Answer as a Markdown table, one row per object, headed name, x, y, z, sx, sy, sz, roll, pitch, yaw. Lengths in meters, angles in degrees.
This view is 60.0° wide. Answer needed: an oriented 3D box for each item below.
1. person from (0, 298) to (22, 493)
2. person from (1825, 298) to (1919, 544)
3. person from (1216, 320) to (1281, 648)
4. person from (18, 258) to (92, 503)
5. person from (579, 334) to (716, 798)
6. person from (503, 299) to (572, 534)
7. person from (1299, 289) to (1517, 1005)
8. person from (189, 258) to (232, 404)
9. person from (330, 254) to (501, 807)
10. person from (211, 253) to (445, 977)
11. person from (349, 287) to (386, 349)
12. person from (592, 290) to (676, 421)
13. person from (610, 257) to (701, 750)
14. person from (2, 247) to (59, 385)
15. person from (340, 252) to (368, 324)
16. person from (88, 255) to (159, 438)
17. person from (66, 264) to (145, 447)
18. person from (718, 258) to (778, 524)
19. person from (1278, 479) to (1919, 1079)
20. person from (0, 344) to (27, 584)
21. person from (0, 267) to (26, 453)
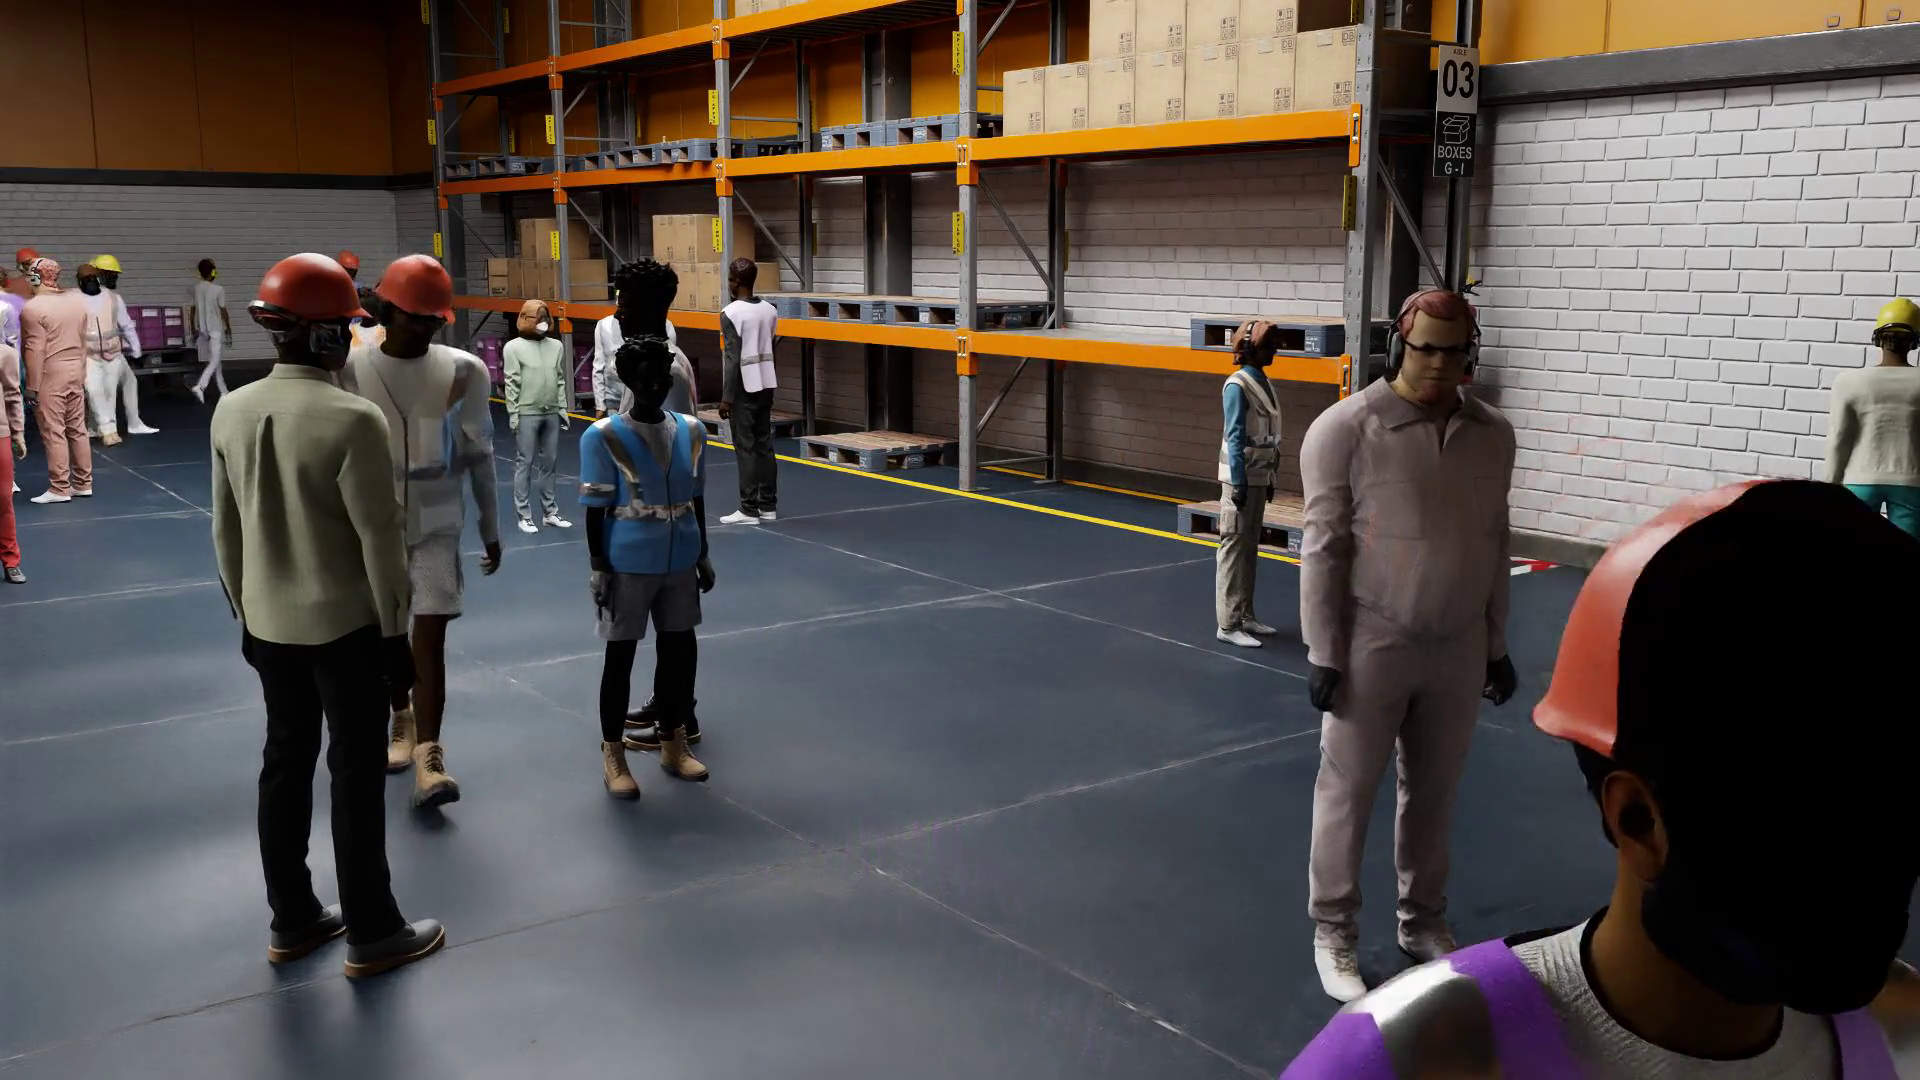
| name | x | y | z | sx | sy | sz | roll | pitch | yaw |
| --- | --- | --- | --- | --- | --- | --- | --- | --- | --- |
| person | -7.879 | -1.318 | 13.381 | 0.587 | 1.930 | 0.363 | -7 | 12 | -34 |
| person | 4.359 | -0.248 | 7.849 | 0.523 | 1.769 | 0.313 | 4 | 11 | 24 |
| person | 1.463 | -0.288 | 8.432 | 0.310 | 1.639 | 0.514 | 5 | 11 | 26 |
| person | -7.104 | -1.243 | 13.025 | 0.409 | 1.907 | 0.651 | 1 | 10 | 8 |
| person | -1.143 | 0.090 | 6.145 | 0.540 | 1.695 | 0.318 | -9 | 13 | -41 |
| person | -2.971 | -0.871 | 11.713 | 0.277 | 1.632 | 0.507 | 8 | 13 | 37 |
| person | 1.218 | 0.288 | 4.468 | 0.636 | 1.903 | 0.404 | -3 | 11 | -17 |
| person | -9.532 | -2.648 | 21.113 | 0.518 | 1.840 | 0.888 | 2 | 10 | 12 |
| person | -2.035 | -0.035 | 6.045 | 0.705 | 1.964 | 1.022 | -3 | 11 | -16 |
| person | -1.761 | 0.215 | 4.612 | 0.624 | 1.993 | 0.385 | 4 | 11 | 24 |
| person | -4.699 | -1.187 | 13.344 | 0.532 | 1.683 | 0.411 | -1 | 10 | -4 |
| person | -2.291 | -0.978 | 11.750 | 0.600 | 1.831 | 0.404 | -1 | 10 | -6 |
| person | -1.223 | -0.144 | 6.707 | 0.368 | 1.966 | 0.603 | -3 | 10 | -15 |
| person | -10.813 | -2.424 | 19.449 | 0.638 | 1.976 | 0.558 | -9 | 14 | -43 |
| person | -7.788 | -2.696 | 21.205 | 0.524 | 1.903 | 0.613 | 8 | 13 | 39 |
| person | -8.806 | -2.012 | 17.371 | 0.793 | 1.890 | 0.609 | -10 | 14 | -43 |
| person | -8.555 | -1.835 | 16.605 | 0.754 | 1.802 | 0.773 | -9 | 13 | -41 |
| person | -1.521 | -1.070 | 12.027 | 0.375 | 1.917 | 0.599 | 5 | 11 | 27 |
| person | 0.490 | 0.879 | 1.229 | 0.564 | 1.880 | 1.008 | -4 | 11 | -20 |
| person | -5.789 | -0.593 | 9.780 | 0.533 | 1.767 | 0.313 | -7 | 12 | -33 |
| person | -9.223 | -1.731 | 16.020 | 0.446 | 1.820 | 0.579 | 5 | 11 | 26 |
